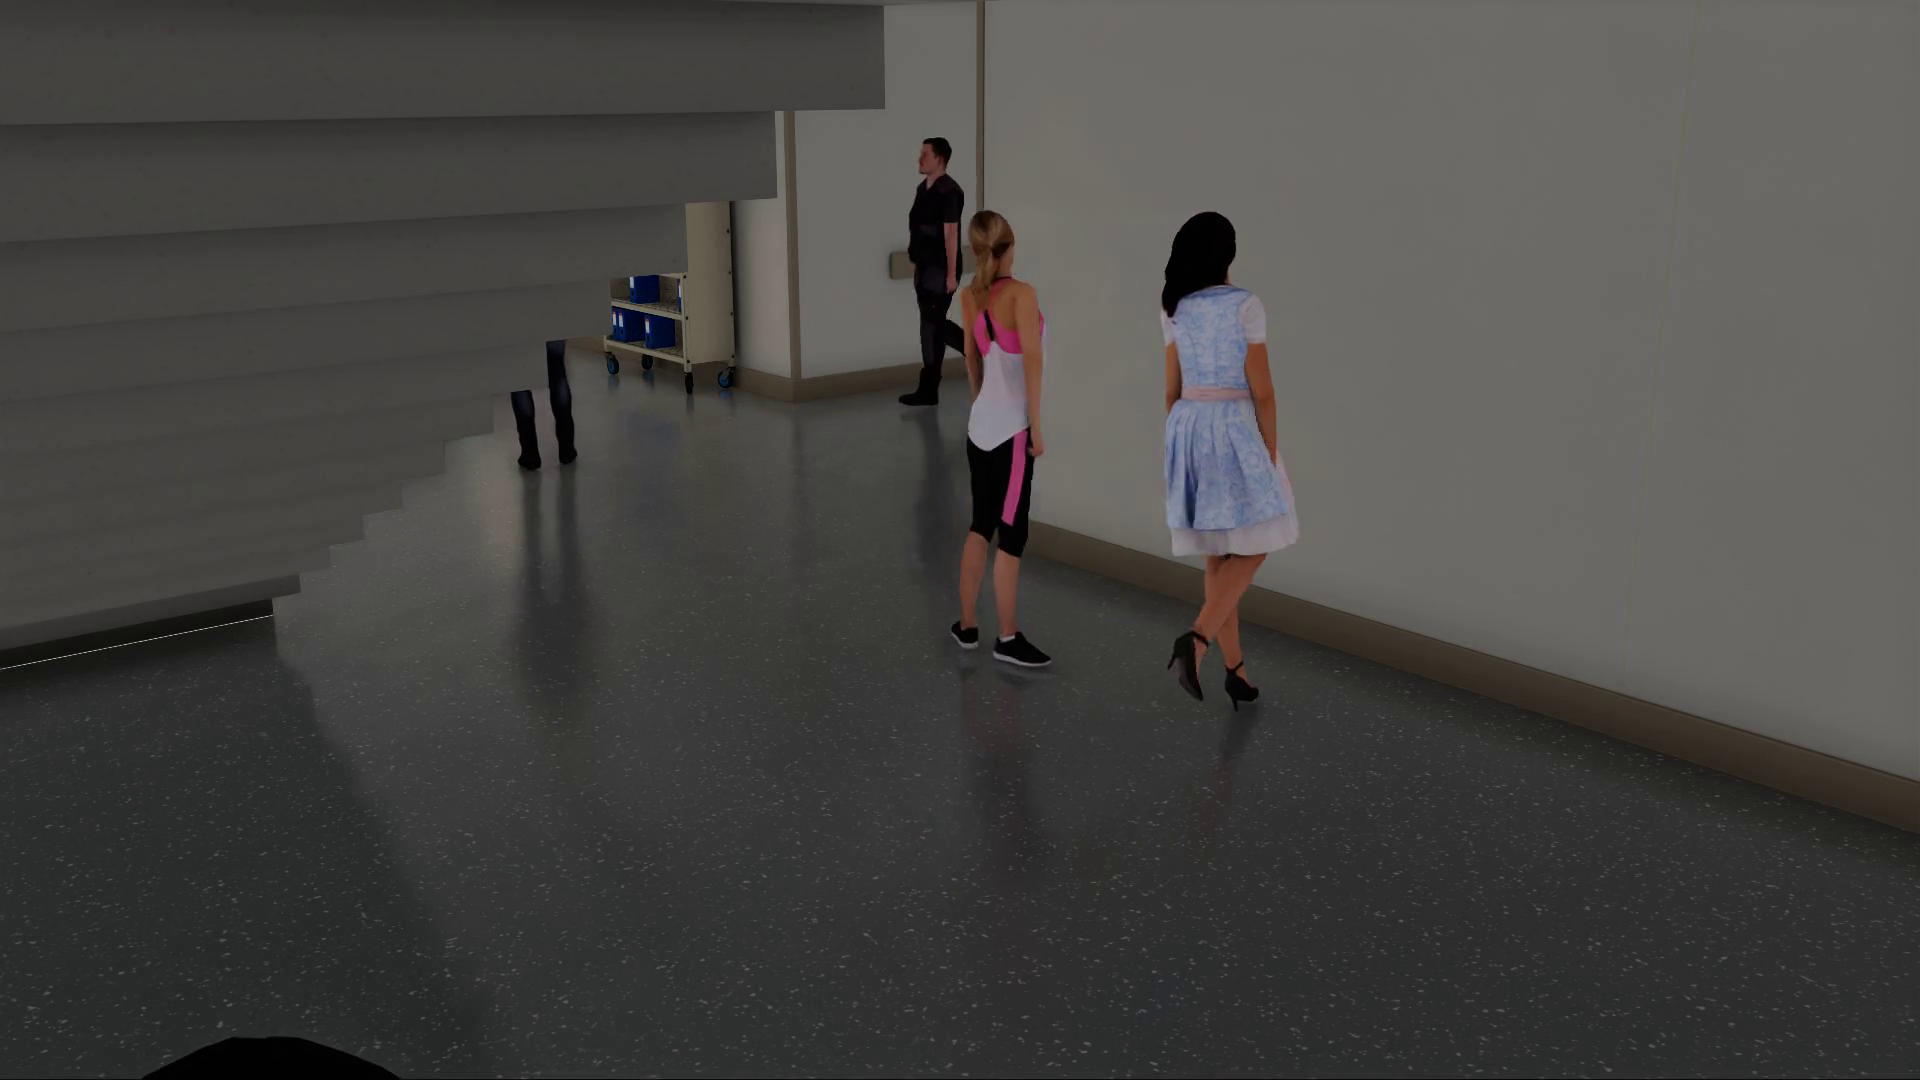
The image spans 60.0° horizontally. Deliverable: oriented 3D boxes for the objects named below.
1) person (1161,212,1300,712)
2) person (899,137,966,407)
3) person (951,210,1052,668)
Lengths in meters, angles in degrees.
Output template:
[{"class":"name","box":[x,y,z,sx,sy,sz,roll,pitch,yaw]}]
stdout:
[{"class":"person","box":[0.868,-0.223,5.877,0.905,1.782,0.877,14,21,41]},{"class":"person","box":[-0.082,-1.865,11.610,0.969,1.832,1.071,-7,17,-22]},{"class":"person","box":[0.178,-0.375,6.472,0.800,1.751,0.511,-6,17,-20]}]
